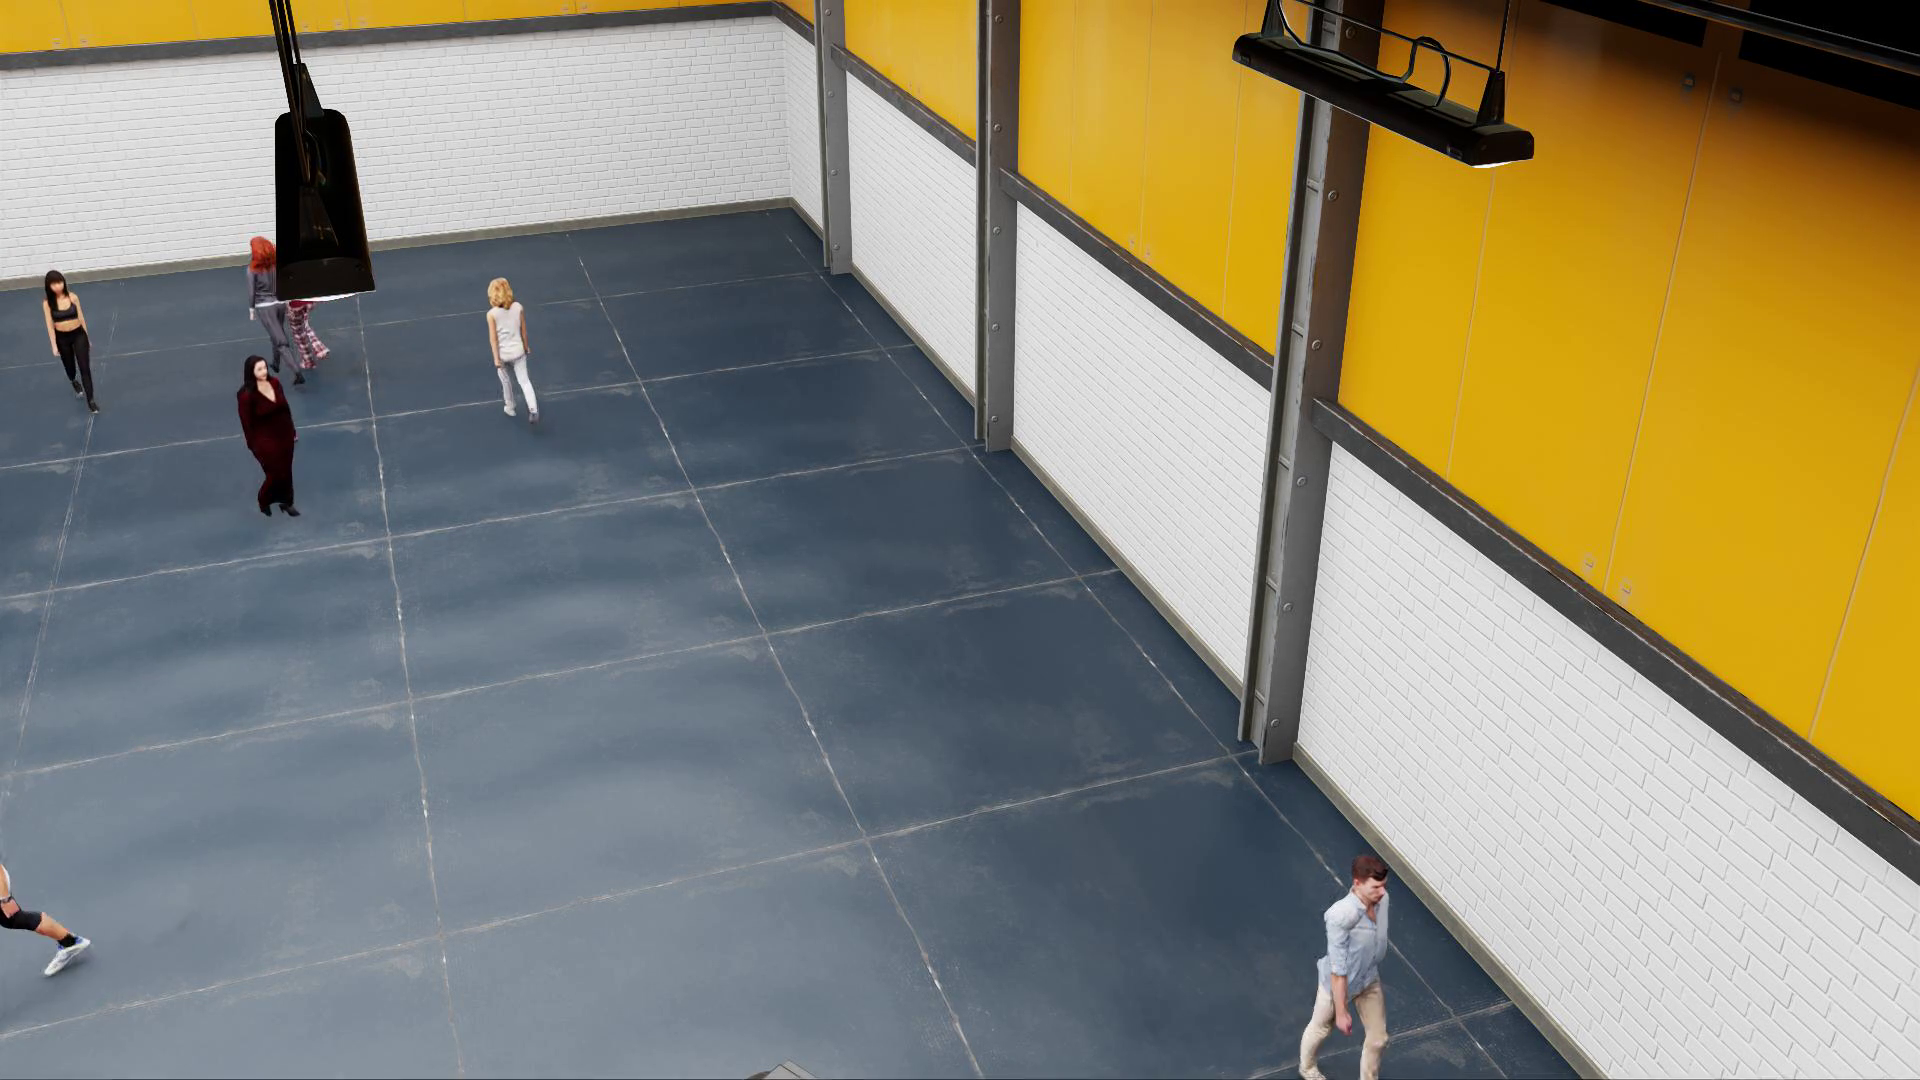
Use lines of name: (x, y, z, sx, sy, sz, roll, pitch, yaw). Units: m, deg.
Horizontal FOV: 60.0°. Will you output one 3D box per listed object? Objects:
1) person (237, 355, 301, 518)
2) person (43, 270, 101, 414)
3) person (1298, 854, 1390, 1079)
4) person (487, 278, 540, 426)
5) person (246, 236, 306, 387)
person: (-6.770, -1.000, 16.158, 0.880, 1.747, 0.812, 10, 30, 18)
person: (-9.945, -2.248, 18.574, 0.737, 1.623, 1.052, -19, 34, -31)
person: (2.183, 2.510, 9.643, 0.767, 1.824, 0.949, -16, 33, -27)
person: (-4.875, -2.035, 18.161, 0.745, 1.646, 1.068, -18, 33, -29)
person: (-7.844, -2.584, 19.077, 1.209, 1.733, 0.994, 20, 35, 32)
